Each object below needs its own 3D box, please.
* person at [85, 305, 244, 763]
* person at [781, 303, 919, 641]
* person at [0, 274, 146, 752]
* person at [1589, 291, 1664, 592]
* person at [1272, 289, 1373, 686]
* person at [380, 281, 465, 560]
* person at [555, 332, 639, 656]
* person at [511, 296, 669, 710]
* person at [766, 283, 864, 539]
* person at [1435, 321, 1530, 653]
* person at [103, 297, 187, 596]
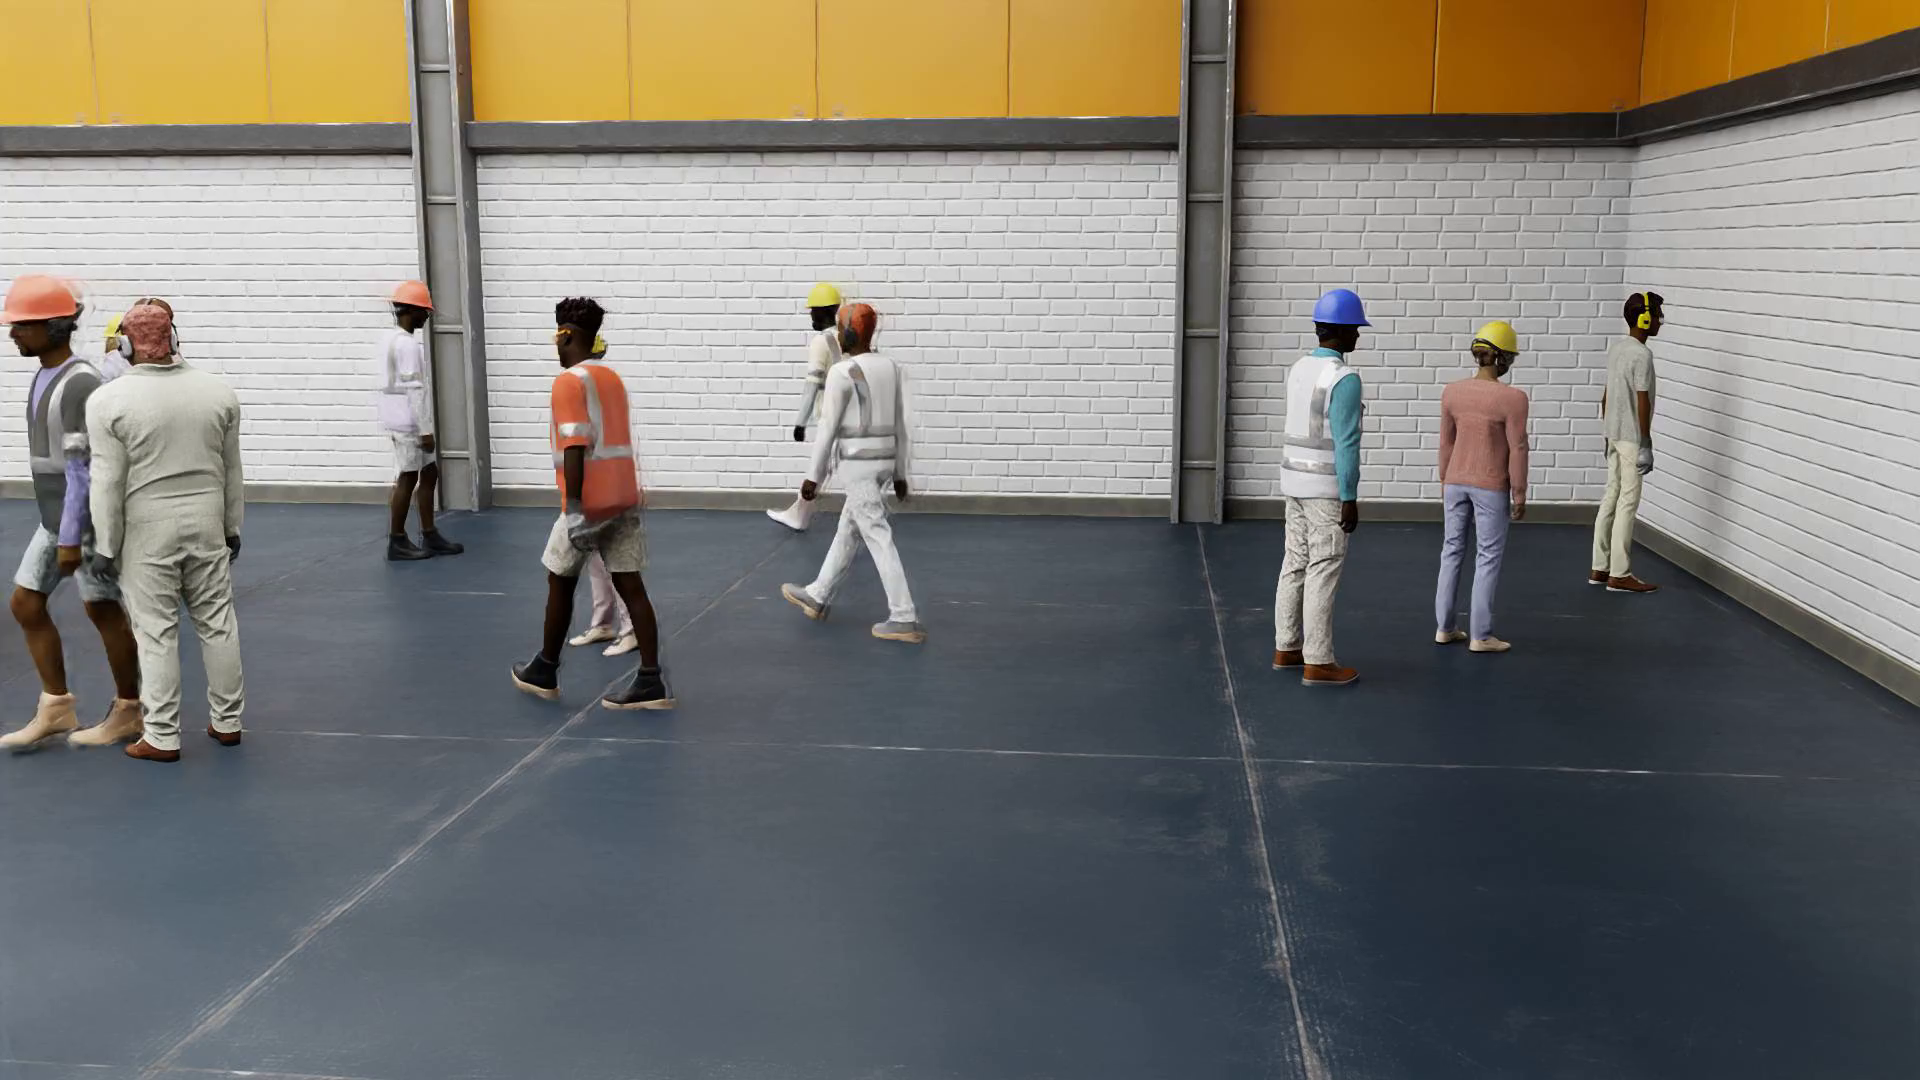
[{"bbox_3d":[-3.321,-0.026,6.964,0.406,1.902,0.639,8,12,37],"label":"person"},{"bbox_3d":[-0.615,-0.382,9.192,1.012,1.824,0.589,6,11,30],"label":"person"},{"bbox_3d":[-3.800,-0.080,6.919,0.718,2.020,0.646,-10,14,-44],"label":"person"},{"bbox_3d":[4.193,-0.609,10.420,0.313,1.860,0.528,-1,10,-4],"label":"person"},{"bbox_3d":[1.800,-0.259,8.204,0.425,1.938,0.604,-3,10,-16],"label":"person"},{"bbox_3d":[-3.709,-0.809,11.388,0.538,1.912,0.594,-5,11,-26],"label":"person"},{"bbox_3d":[-1.932,-0.264,8.764,0.528,1.753,0.397,8,13,40],"label":"person"},{"bbox_3d":[-1.761,-0.169,7.754,0.912,1.904,0.640,4,11,23],"label":"person"},{"bbox_3d":[-1.009,-0.939,12.246,0.974,1.871,0.613,3,10,19],"label":"person"},{"bbox_3d":[2.772,-0.276,8.817,0.344,1.756,0.532,-8,13,-38],"label":"person"},{"bbox_3d":[-4.913,-0.561,10.213,0.429,1.838,0.622,1,10,8],"label":"person"}]
